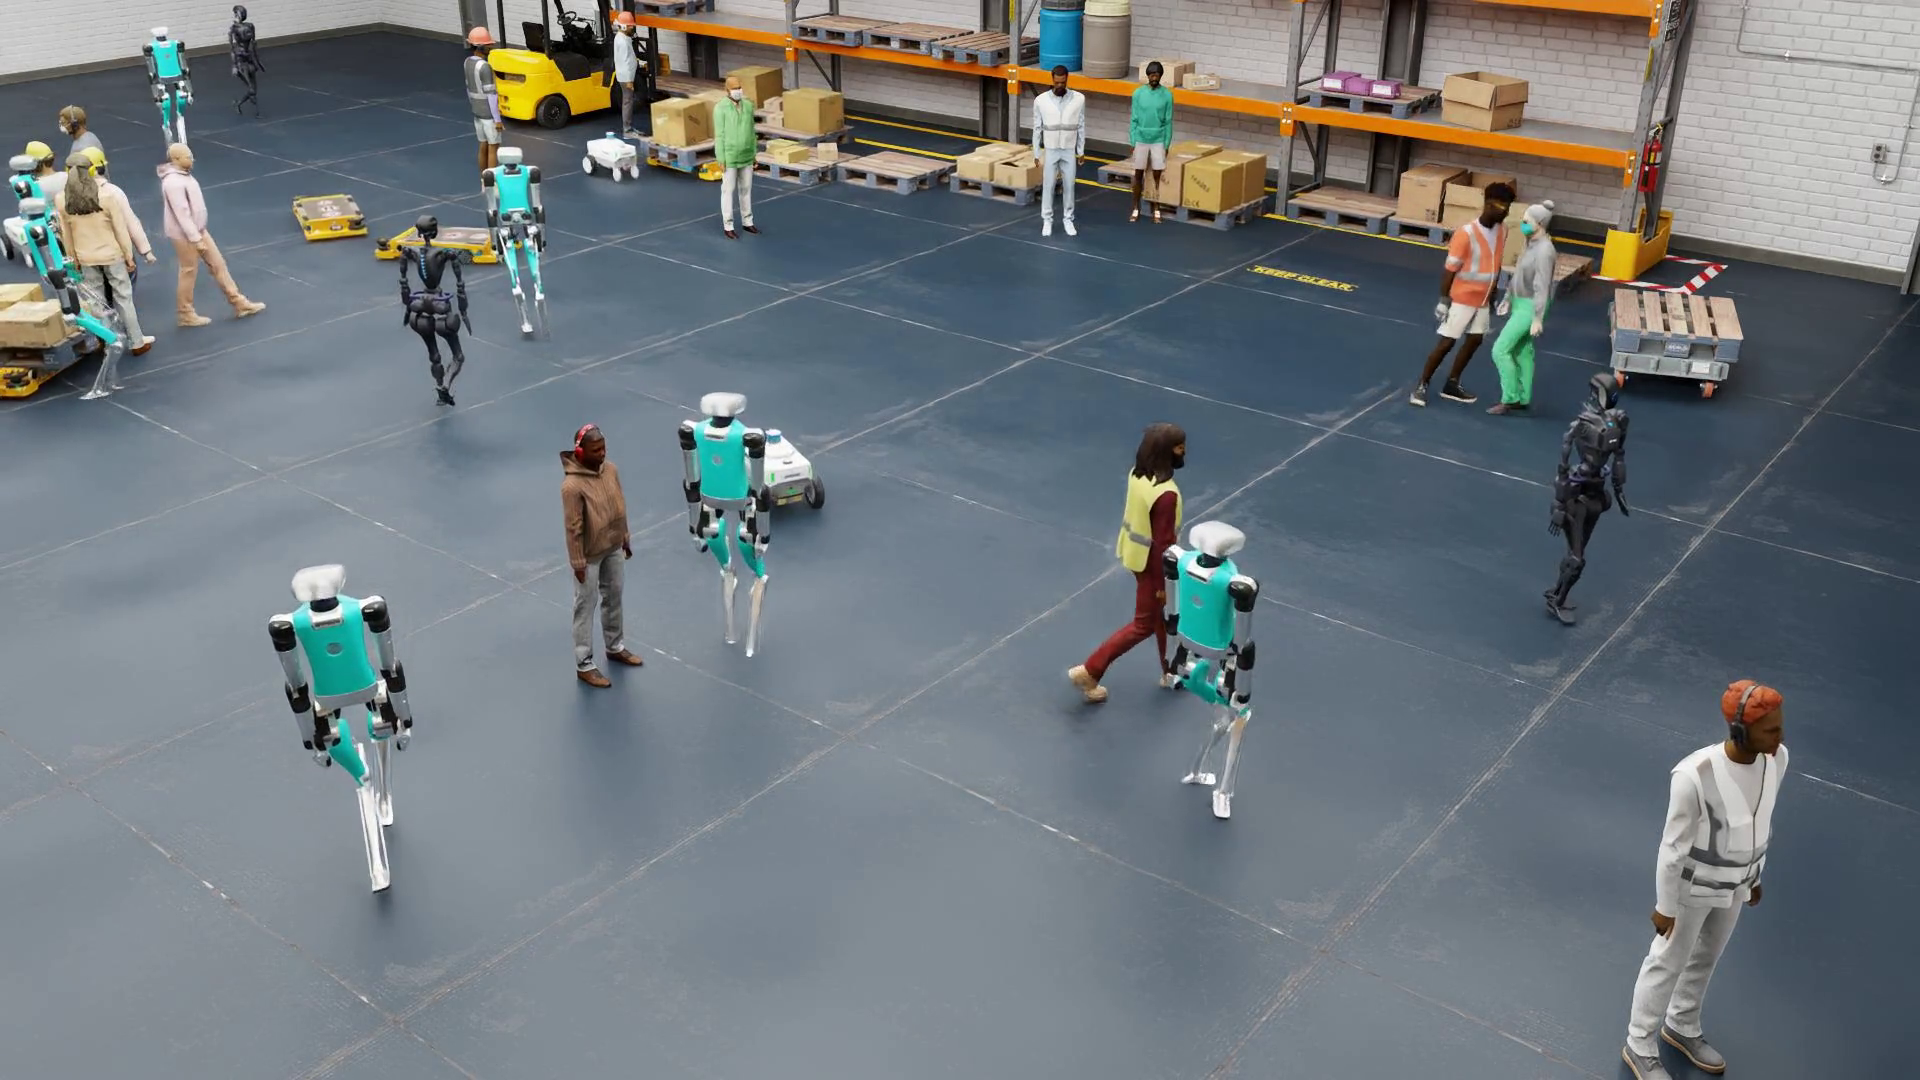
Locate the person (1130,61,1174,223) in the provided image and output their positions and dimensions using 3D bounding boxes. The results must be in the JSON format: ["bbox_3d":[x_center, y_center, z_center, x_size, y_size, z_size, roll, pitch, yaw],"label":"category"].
[{"bbox_3d":[2.221,-4.637,19.366,0.496,1.843,0.404,4,26,8],"label":"person"}]

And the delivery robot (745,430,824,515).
[{"bbox_3d":[-1.359,-0.511,12.311,0.499,0.604,0.808,-12,28,-24],"label":"delivery robot"}]

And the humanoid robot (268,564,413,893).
[{"bbox_3d":[-2.989,0.833,8.189,0.560,1.746,1.045,-9,27,-17],"label":"humanoid robot"}]

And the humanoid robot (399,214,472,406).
[{"bbox_3d":[-4.423,-1.886,13.869,0.599,1.645,0.499,3,26,6],"label":"humanoid robot"}]

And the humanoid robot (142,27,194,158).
[{"bbox_3d":[-10.586,-5.921,22.275,0.543,1.895,0.741,-20,32,-35],"label":"humanoid robot"}]

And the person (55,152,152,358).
[{"bbox_3d":[-7.754,-2.550,15.007,0.549,1.877,0.413,-5,26,-10],"label":"person"}]

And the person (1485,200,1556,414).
[{"bbox_3d":[4.617,-1.929,13.769,0.517,1.828,0.533,5,26,11],"label":"person"}]

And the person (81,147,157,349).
[{"bbox_3d":[-7.818,-2.656,15.251,0.811,1.855,0.436,3,26,6],"label":"person"}]

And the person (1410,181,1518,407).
[{"bbox_3d":[4.226,-2.048,13.920,0.720,1.926,0.474,-15,30,-29],"label":"person"}]

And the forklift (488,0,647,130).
[{"bbox_3d":[-5.874,-7.334,24.552,1.214,2.155,2.313,19,32,34],"label":"forklift"}]

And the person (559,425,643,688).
[{"bbox_3d":[-2.150,0.075,9.834,0.309,1.643,0.454,15,30,28],"label":"person"}]

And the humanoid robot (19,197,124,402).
[{"bbox_3d":[-7.429,-2.023,14.148,0.703,1.846,0.545,-15,29,-28],"label":"humanoid robot"}]

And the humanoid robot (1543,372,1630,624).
[{"bbox_3d":[3.983,-0.287,10.555,0.591,1.645,0.452,-13,29,-25],"label":"humanoid robot"}]

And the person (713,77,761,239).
[{"bbox_3d":[-2.521,-4.321,18.780,0.539,1.784,0.383,-21,33,-37],"label":"person"}]

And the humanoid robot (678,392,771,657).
[{"bbox_3d":[-1.338,-0.105,10.140,0.542,1.818,0.652,6,26,13],"label":"humanoid robot"}]

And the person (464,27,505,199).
[{"bbox_3d":[-5.768,-5.221,20.345,0.370,2.042,0.613,-20,32,-35],"label":"person"}]

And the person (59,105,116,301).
[{"bbox_3d":[-8.627,-3.365,16.622,0.353,1.937,0.634,-13,28,-24],"label":"person"}]

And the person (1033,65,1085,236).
[{"bbox_3d":[1.116,-4.407,18.819,0.595,1.908,0.408,-3,26,-7],"label":"person"}]

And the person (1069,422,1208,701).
[{"bbox_3d":[1.059,0.143,9.586,0.831,1.744,0.478,-4,26,-8],"label":"person"}]

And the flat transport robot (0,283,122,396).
[{"bbox_3d":[-8.324,-1.618,14.922,0.659,0.231,1.431,2,26,4],"label":"flat transport robot"}]

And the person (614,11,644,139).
[{"bbox_3d":[-4.669,-6.545,23.430,0.352,1.742,0.572,-6,26,-12],"label":"person"}]

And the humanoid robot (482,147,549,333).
[{"bbox_3d":[-4.076,-2.687,15.505,0.539,1.838,0.746,-10,27,-20],"label":"humanoid robot"}]

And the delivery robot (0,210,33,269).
[{"bbox_3d":[-10.085,-3.290,18.037,0.499,0.579,0.774,-21,33,-36],"label":"delivery robot"}]

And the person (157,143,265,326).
[{"bbox_3d":[-7.206,-2.910,15.893,0.865,1.745,0.561,-3,26,-7],"label":"person"}]

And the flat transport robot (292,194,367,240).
[{"bbox_3d":[-7.360,-3.775,19.388,0.659,0.231,1.431,-12,28,-23],"label":"flat transport robot"}]

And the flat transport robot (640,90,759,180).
[{"bbox_3d":[-3.420,-4.971,21.866,1.431,0.231,0.659,23,34,39],"label":"flat transport robot"}]

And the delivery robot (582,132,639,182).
[{"bbox_3d":[-4.520,-4.972,21.557,0.499,0.610,0.811,-23,34,-39],"label":"delivery robot"}]

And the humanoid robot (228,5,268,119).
[{"bbox_3d":[-10.678,-7.103,24.680,0.641,1.628,0.616,9,27,17],"label":"humanoid robot"}]

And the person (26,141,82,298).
[{"bbox_3d":[-8.619,-2.935,15.940,0.337,1.760,0.530,6,27,13],"label":"person"}]

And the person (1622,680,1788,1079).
[{"bbox_3d":[3.060,1.414,6.786,0.581,1.884,0.351,-12,28,-24],"label":"person"}]

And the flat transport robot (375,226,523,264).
[{"bbox_3d":[-5.621,-3.248,18.297,1.431,0.231,0.659,4,26,8],"label":"flat transport robot"}]

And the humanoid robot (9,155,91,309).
[{"bbox_3d":[-8.240,-2.700,15.510,0.801,1.805,0.543,-10,27,-19],"label":"humanoid robot"}]

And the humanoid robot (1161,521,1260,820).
[{"bbox_3d":[1.376,0.642,8.561,0.590,1.785,0.808,22,34,38],"label":"humanoid robot"}]
